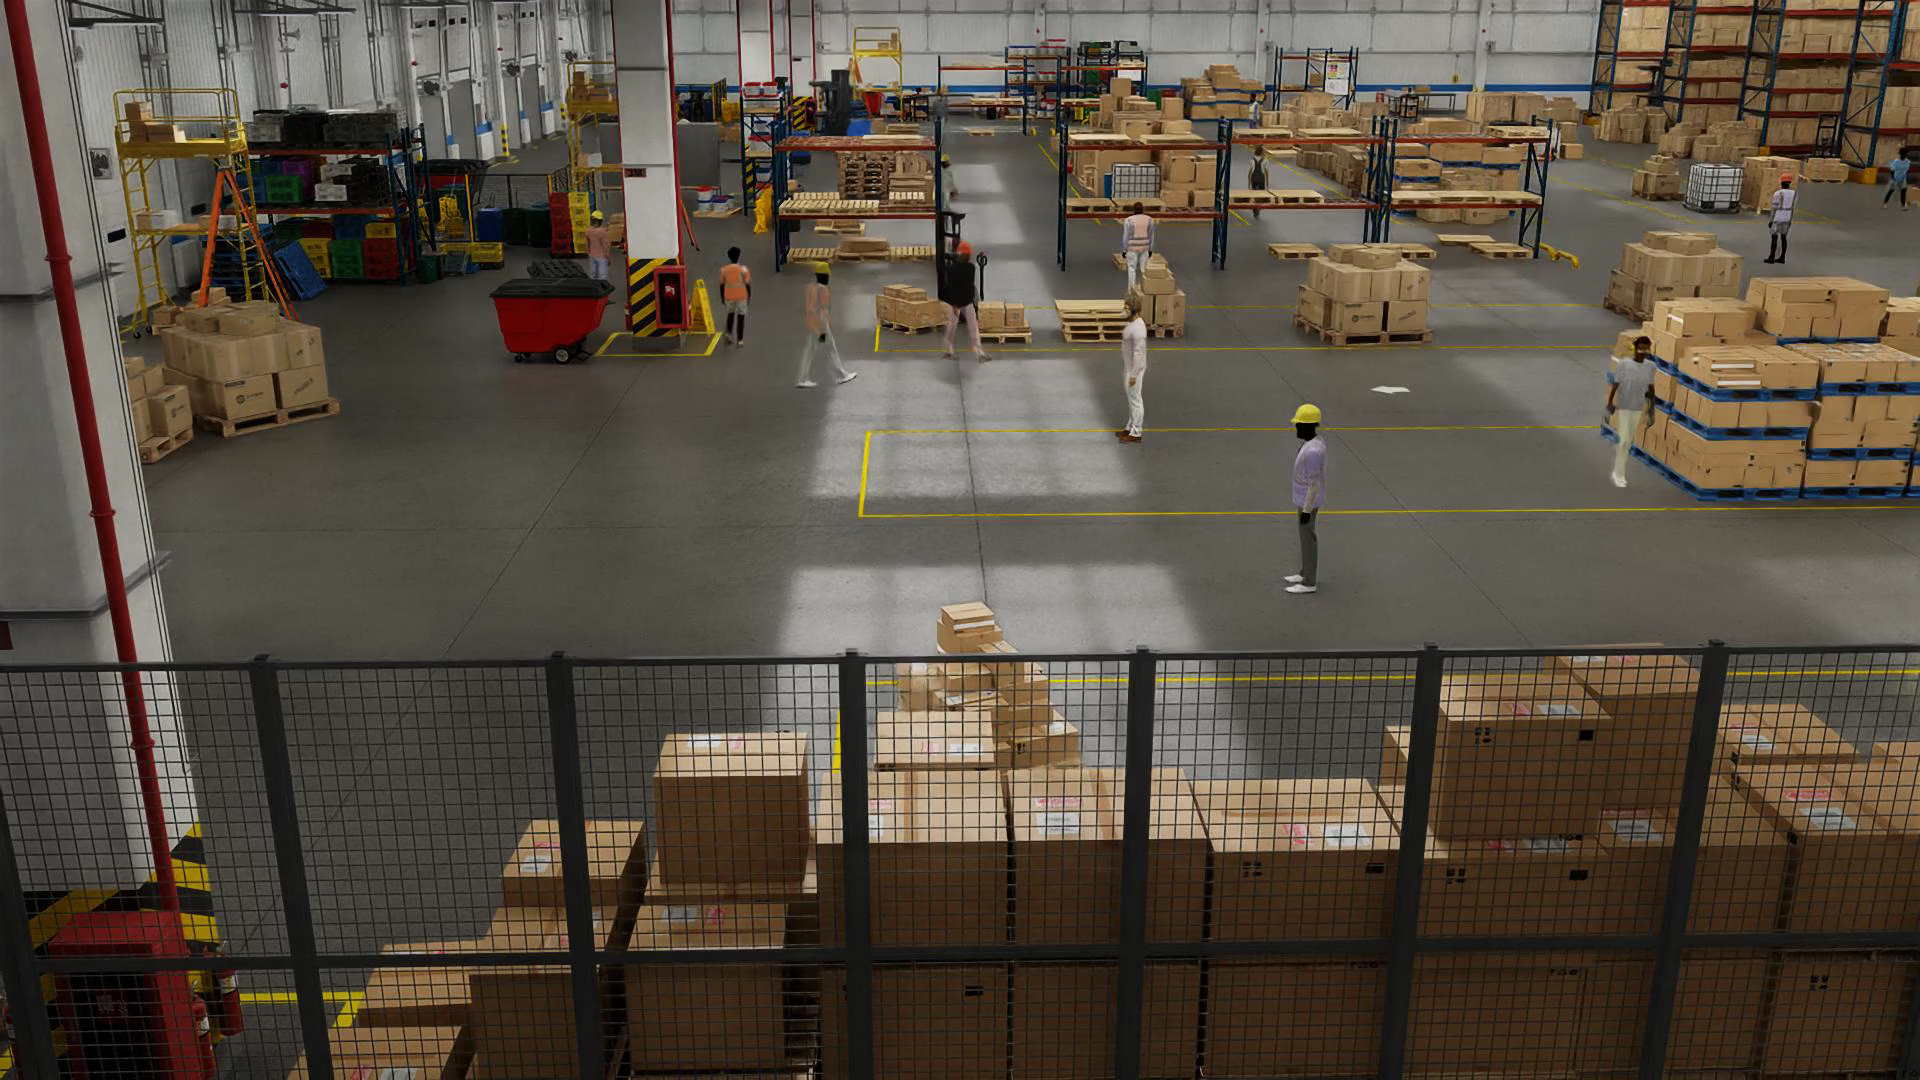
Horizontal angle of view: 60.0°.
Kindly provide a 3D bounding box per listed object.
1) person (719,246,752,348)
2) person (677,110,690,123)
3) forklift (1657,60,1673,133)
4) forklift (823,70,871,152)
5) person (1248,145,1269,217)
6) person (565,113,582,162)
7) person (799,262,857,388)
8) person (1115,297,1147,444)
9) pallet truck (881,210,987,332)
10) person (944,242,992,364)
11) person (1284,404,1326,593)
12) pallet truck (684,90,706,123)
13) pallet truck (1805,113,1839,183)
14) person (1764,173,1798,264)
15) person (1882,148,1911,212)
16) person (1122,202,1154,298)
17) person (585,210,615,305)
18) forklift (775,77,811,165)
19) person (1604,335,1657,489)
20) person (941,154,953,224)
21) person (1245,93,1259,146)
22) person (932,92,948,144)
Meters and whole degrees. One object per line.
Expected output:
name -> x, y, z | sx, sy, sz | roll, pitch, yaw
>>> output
person -> -3.724, -4.055, 27.754 | 0.535, 1.686, 0.425 | 2, 19, 7
person -> -8.811, -12.690, 52.975 | 0.372, 1.935, 0.627 | 7, 20, 19
forklift -> 28.075, -17.646, 66.219 | 1.873, 2.768, 1.129 | -1, 19, -2
forklift -> -4.238, -15.375, 59.482 | 1.873, 2.768, 1.129 | -10, 21, -26
person -> 7.688, -9.254, 42.931 | 0.541, 1.834, 0.542 | 5, 19, 15
person -> -12.554, -13.045, 54.127 | 0.609, 1.858, 1.016 | -11, 22, -29
person -> -2.052, -3.243, 25.039 | 0.960, 1.872, 0.591 | -13, 23, -34
person -> 2.279, -2.242, 21.971 | 0.371, 1.940, 0.627 | 0, 19, 0
pallet truck -> -0.493, -4.759, 29.349 | 1.885, 1.965, 0.823 | -13, 23, -34
person -> 0.071, -3.764, 26.480 | 0.620, 1.936, 1.026 | -13, 23, -34
person -> 3.435, -0.413, 16.564 | 0.383, 1.924, 0.594 | 3, 19, 9
pallet truck -> -9.671, -15.907, 62.421 | 0.823, 1.965, 1.885 | 5, 19, 15
pallet truck -> 26.403, -11.957, 50.702 | 0.823, 1.965, 1.885 | 6, 19, 16
person -> 17.738, -6.943, 35.946 | 0.539, 1.930, 0.388 | -4, 19, -13
person -> 24.911, -9.556, 44.117 | 0.540, 1.646, 0.854 | -1, 19, -3
person -> 3.414, -5.588, 32.062 | 0.624, 1.836, 0.430 | -4, 19, -12
person -> -6.805, -5.320, 31.375 | 0.524, 1.768, 0.312 | 10, 21, 27
forklift -> -5.920, -13.893, 55.085 | 1.873, 2.768, 1.129 | -1, 19, -1
person -> 8.114, -1.536, 20.011 | 0.570, 1.848, 0.685 | -2, 19, -4
person -> -0.407, -8.813, 41.776 | 0.514, 1.727, 0.362 | 10, 21, 28
person -> 10.797, -15.462, 61.243 | 0.396, 1.911, 0.580 | -4, 19, -11
person -> -0.742, -15.717, 61.981 | 0.628, 1.925, 0.445 | 6, 19, 17
